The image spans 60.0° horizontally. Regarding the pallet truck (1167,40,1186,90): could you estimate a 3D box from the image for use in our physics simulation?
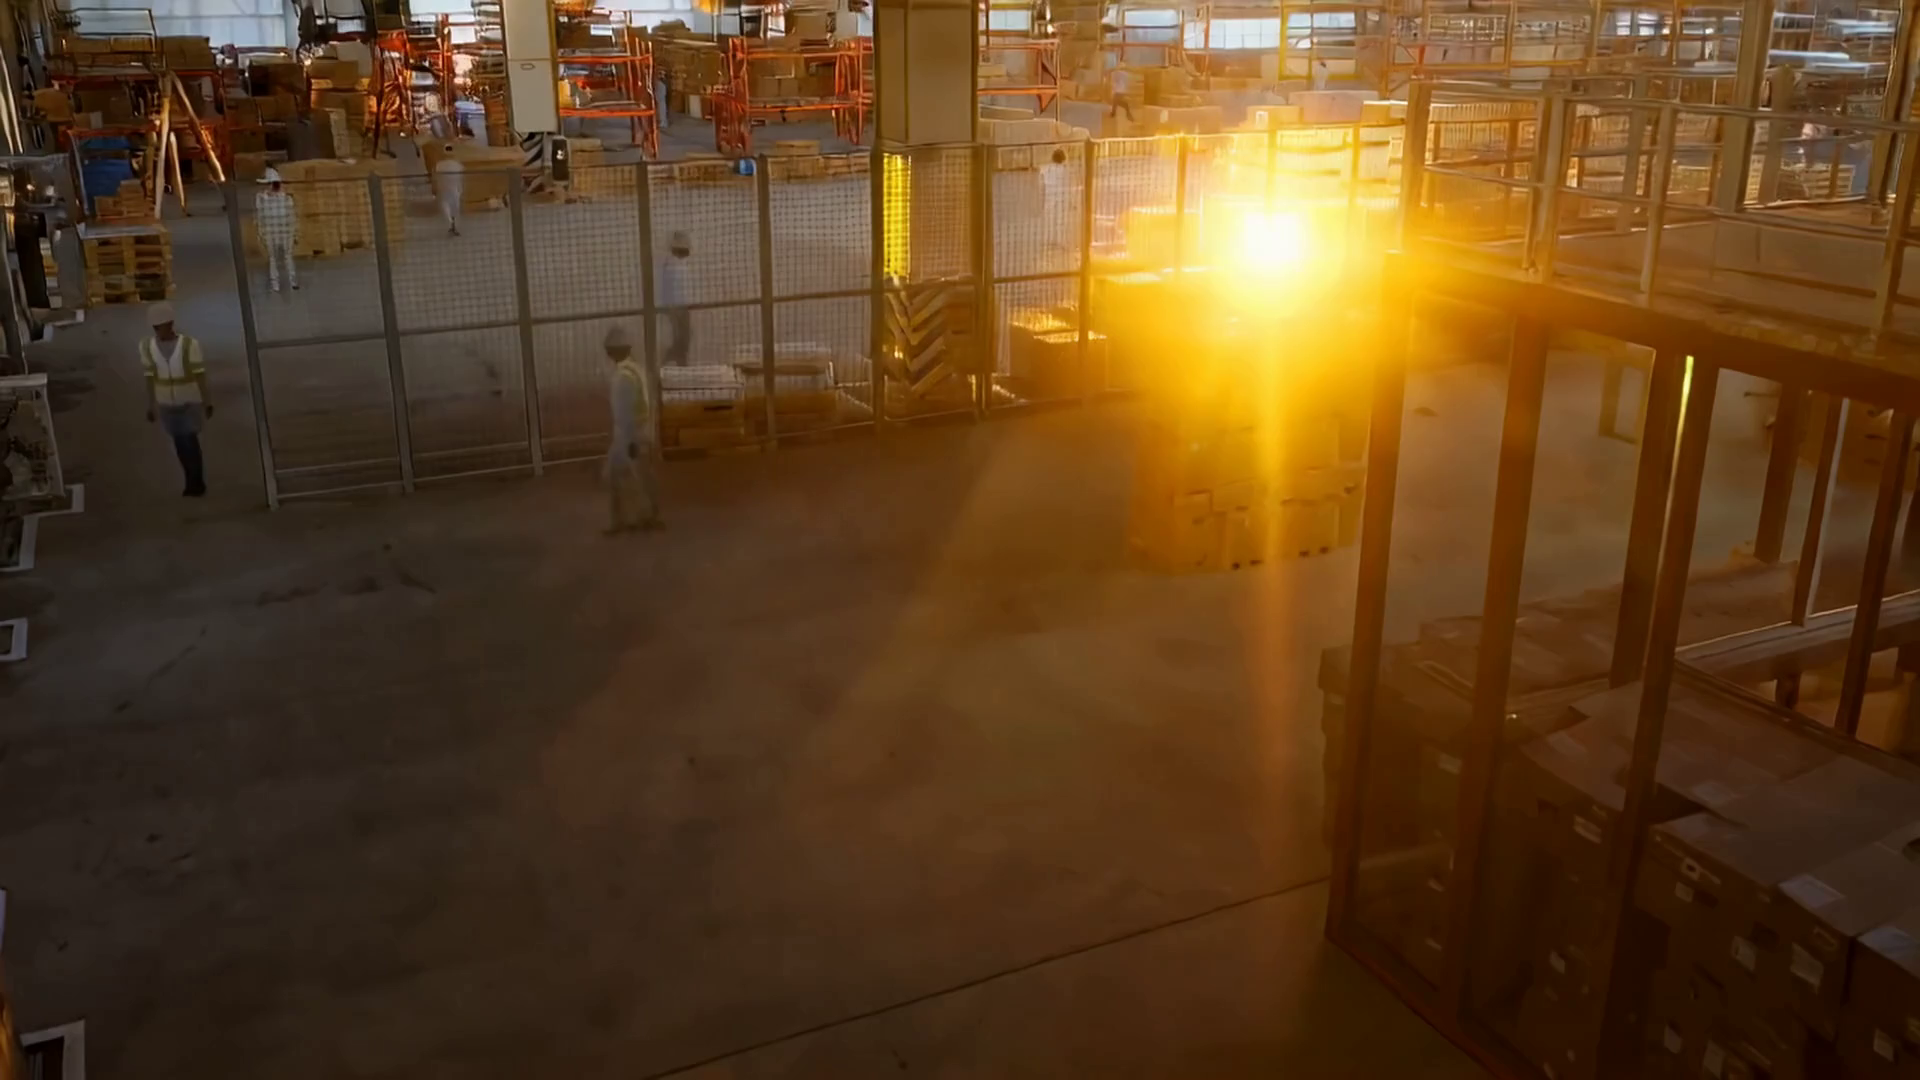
[{"bbox_3d":[9.045,-19.971,69.895,0.823,1.965,1.885,-3,19,-8],"label":"pallet truck"}]

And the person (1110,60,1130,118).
[{"bbox_3d":[5.448,-15.288,56.462,0.549,1.918,0.764,-13,23,-32],"label":"person"}]

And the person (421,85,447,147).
[{"bbox_3d":[-14.673,-11.721,46.257,1.034,1.820,0.588,14,23,35],"label":"person"}]

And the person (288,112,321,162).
[{"bbox_3d":[-14.185,-8.261,36.029,0.688,1.945,0.511,2,19,5],"label":"person"}]

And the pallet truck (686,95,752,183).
[{"bbox_3d":[-5.836,-9.608,39.856,0.823,1.965,1.885,10,22,27],"label":"pallet truck"}]

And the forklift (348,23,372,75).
[{"bbox_3d":[-23.321,-18.655,64.747,1.129,2.768,1.873,17,26,41],"label":"forklift"}]

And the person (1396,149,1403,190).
[{"bbox_3d":[8.011,-6.044,29.668,0.923,1.911,0.638,12,23,32],"label":"person"}]

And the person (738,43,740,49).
[{"bbox_3d":[-10.482,-22.488,77.350,0.694,1.889,0.448,9,21,24],"label":"person"}]

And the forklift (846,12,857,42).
[{"bbox_3d":[-5.283,-24.059,80.411,1.873,2.768,1.129,-9,21,-25],"label":"forklift"}]

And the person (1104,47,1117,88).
[{"bbox_3d":[6.356,-19.965,70.339,0.533,1.692,0.322,0,19,-1],"label":"person"}]

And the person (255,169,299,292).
[{"bbox_3d":[-10.773,-4.889,26.280,0.594,1.926,0.368,-6,20,-17],"label":"person"}]

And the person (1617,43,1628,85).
[{"bbox_3d":[27.687,-19.761,69.444,0.437,1.891,0.648,-14,24,-35],"label":"person"}]

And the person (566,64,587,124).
[{"bbox_3d":[-12.581,-14.651,54.645,0.642,1.882,1.031,-2,19,-5],"label":"person"}]

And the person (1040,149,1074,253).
[{"bbox_3d":[1.759,-6.102,29.934,0.619,1.840,0.430,6,20,17],"label":"person"}]

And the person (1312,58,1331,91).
[{"bbox_3d":[12.595,-15.877,58.153,0.582,1.922,0.910,-3,19,-8],"label":"person"}]

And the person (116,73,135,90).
[{"bbox_3d":[-29.448,-16.096,58.752,0.376,1.935,0.550,13,23,34],"label":"person"}]

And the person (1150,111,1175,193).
[{"bbox_3d":[4.640,-8.847,37.938,0.530,1.834,0.917,-5,20,-15],"label":"person"}]

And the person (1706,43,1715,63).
[{"bbox_3d":[32.596,-20.709,72.373,1.014,1.777,0.607,3,19,8],"label":"person"}]

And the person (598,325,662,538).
[{"bbox_3d":[-3.049,-0.967,14.906,0.708,1.922,0.656,-1,19,-2],"label":"person"}]

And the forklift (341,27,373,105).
[{"bbox_3d":[-22.273,-17.348,60.959,1.873,2.768,1.129,-9,21,-25],"label":"forklift"}]

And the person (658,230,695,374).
[{"bbox_3d":[-3.469,-2.810,20.204,0.603,1.961,0.665,2,19,7],"label":"person"}]

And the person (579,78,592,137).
[{"bbox_3d":[-11.308,-13.038,50.195,0.311,1.736,0.483,0,19,0],"label":"person"}]

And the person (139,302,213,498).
[{"bbox_3d":[-7.524,-1.329,15.968,0.581,1.917,0.586,-3,19,-9],"label":"person"}]

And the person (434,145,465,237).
[{"bbox_3d":[-9.716,-6.648,31.688,0.532,1.724,0.884,-13,23,-33],"label":"person"}]

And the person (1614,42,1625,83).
[{"bbox_3d":[29.208,-21.219,73.450,0.609,2.040,0.394,-3,19,-8],"label":"person"}]

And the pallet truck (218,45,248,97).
[{"bbox_3d":[-28.879,-18.665,66.111,0.823,1.965,1.885,-3,19,-9],"label":"pallet truck"}]

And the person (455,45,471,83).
[{"bbox_3d":[-20.320,-19.305,68.100,0.629,1.919,0.712,-3,19,-8],"label":"person"}]

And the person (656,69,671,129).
[{"bbox_3d":[-9.455,-14.036,52.922,0.341,1.845,0.511,5,20,13],"label":"person"}]
